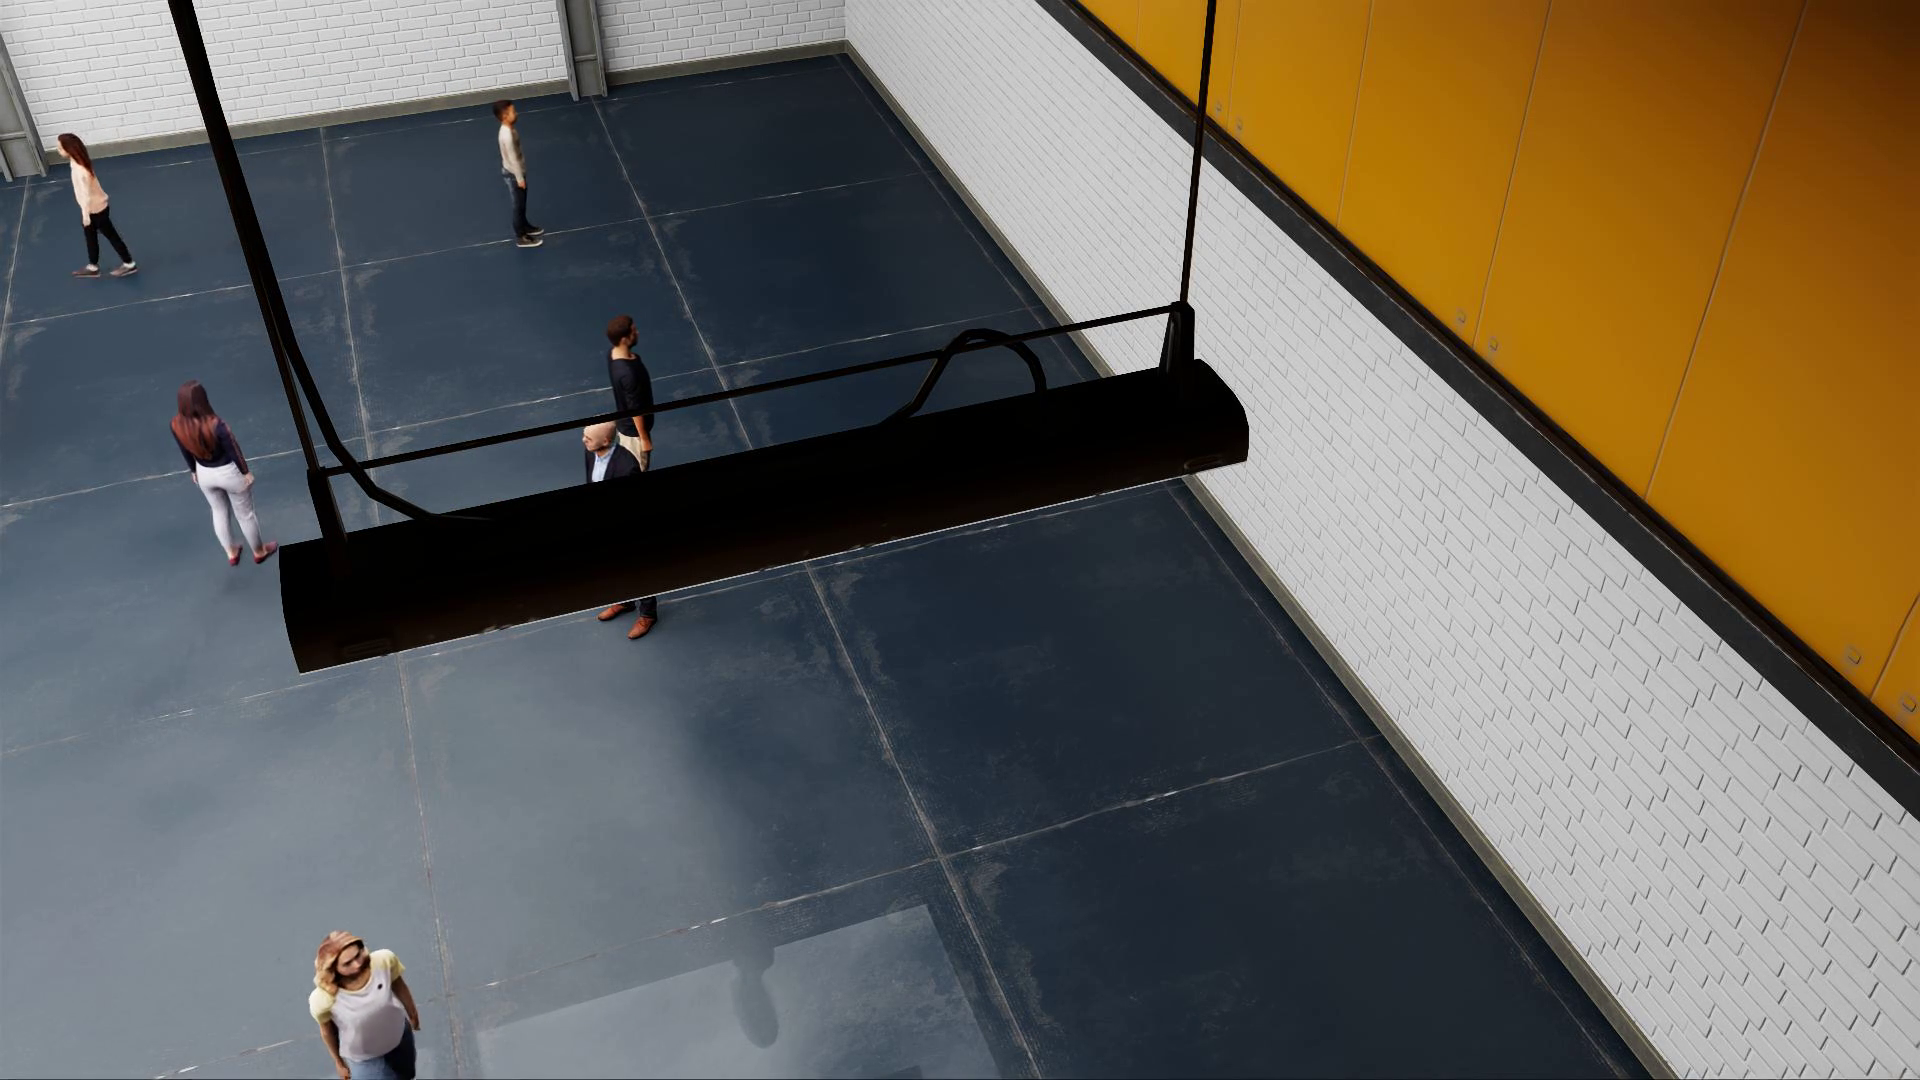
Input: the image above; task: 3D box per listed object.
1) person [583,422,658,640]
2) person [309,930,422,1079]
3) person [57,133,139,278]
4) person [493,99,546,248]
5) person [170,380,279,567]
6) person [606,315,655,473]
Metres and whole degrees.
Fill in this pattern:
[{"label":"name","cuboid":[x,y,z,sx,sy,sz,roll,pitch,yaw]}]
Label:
[{"label":"person","cuboid":[-2.366,-0.123,11.569,0.774,1.797,0.766,27,46,29]},{"label":"person","cuboid":[-2.986,2.483,8.378,0.972,1.707,1.040,31,48,33]},{"label":"person","cuboid":[-8.059,-3.139,15.613,0.849,1.464,0.698,-23,44,-26]},{"label":"person","cuboid":[-4.333,-3.569,16.152,0.560,1.462,0.589,-6,39,-8]},{"label":"person","cuboid":[-5.400,-0.477,12.162,0.648,1.610,0.753,4,39,5]},{"label":"person","cuboid":[-2.450,-0.856,12.442,0.561,1.852,0.641,-15,41,-18]}]
